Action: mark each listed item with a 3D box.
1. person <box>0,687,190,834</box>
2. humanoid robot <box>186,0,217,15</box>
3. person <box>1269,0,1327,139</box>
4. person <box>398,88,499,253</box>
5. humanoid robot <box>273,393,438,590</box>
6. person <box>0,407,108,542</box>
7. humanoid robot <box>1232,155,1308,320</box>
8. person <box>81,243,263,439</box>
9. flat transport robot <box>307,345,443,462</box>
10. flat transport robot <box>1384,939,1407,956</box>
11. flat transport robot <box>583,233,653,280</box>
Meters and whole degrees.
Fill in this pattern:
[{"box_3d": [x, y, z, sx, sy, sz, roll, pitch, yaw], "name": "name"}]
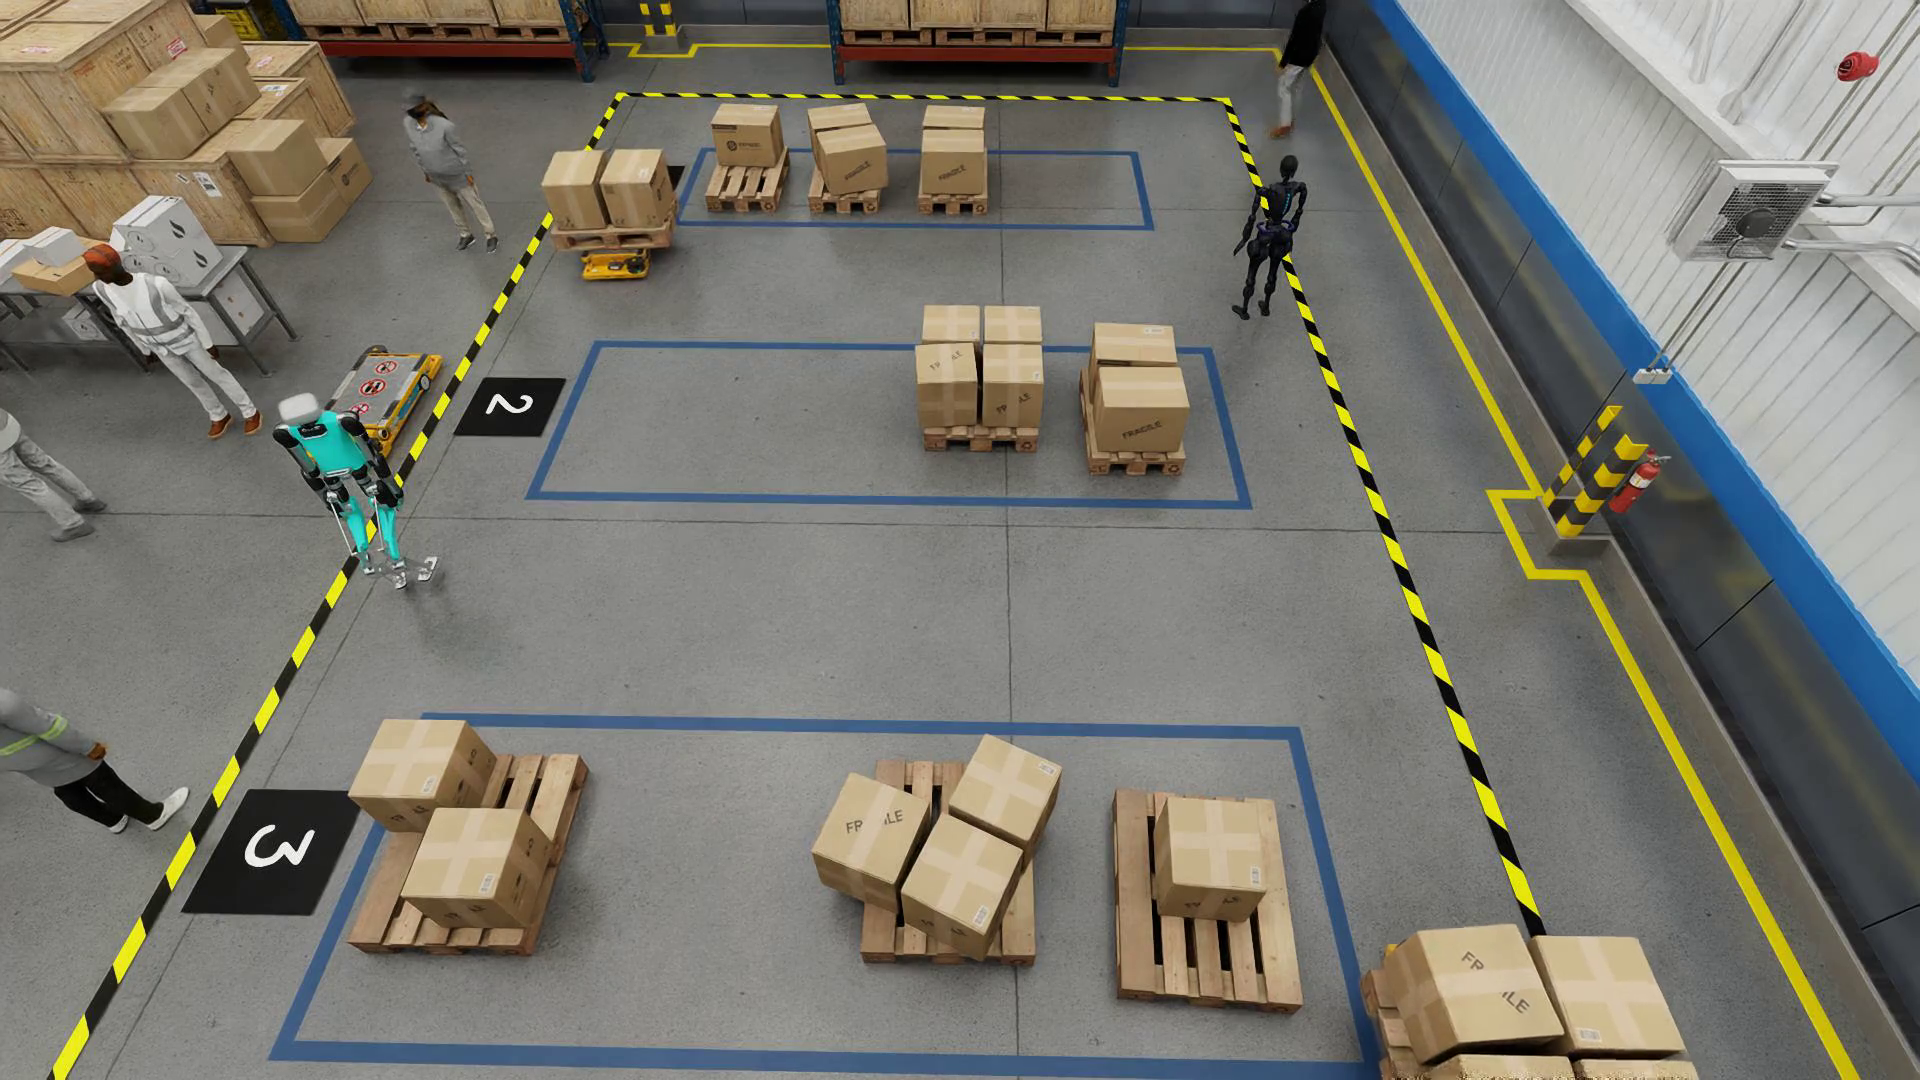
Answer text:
[{"box_3d": [-5.340, 1.177, 5.333, 0.592, 1.851, 0.399, -1, 50, 0], "name": "person"}, {"box_3d": [-9.685, -6.470, 11.925, 0.369, 1.649, 0.612, 8, 50, 6], "name": "humanoid robot"}, {"box_3d": [4.226, -5.994, 11.411, 0.690, 1.845, 0.376, -36, 59, -27], "name": "person"}, {"box_3d": [-5.394, -3.878, 9.665, 0.572, 1.766, 0.397, 6, 50, 5], "name": "person"}, {"box_3d": [-4.268, -0.200, 6.488, 0.533, 1.674, 0.735, -12, 51, -10], "name": "humanoid robot"}, {"box_3d": [-7.348, -0.756, 6.915, 0.411, 1.941, 0.611, -11, 51, -9], "name": "person"}, {"box_3d": [3.000, -2.924, 8.911, 0.599, 1.653, 0.315, -8, 50, -7], "name": "humanoid robot"}, {"box_3d": [-6.586, -1.641, 7.697, 0.576, 1.882, 0.347, -6, 50, -5], "name": "person"}, {"box_3d": [-5.383, -1.269, 8.441, 0.659, 0.231, 1.431, 1, 50, 1], "name": "flat transport robot"}, {"box_3d": [2.820, 2.904, 4.892, 0.652, 0.197, 1.431, 1, 50, 1], "name": "flat transport robot"}, {"box_3d": [-3.764, -3.402, 10.227, 0.652, 0.197, 1.431, -4, 50, -3], "name": "flat transport robot"}]
